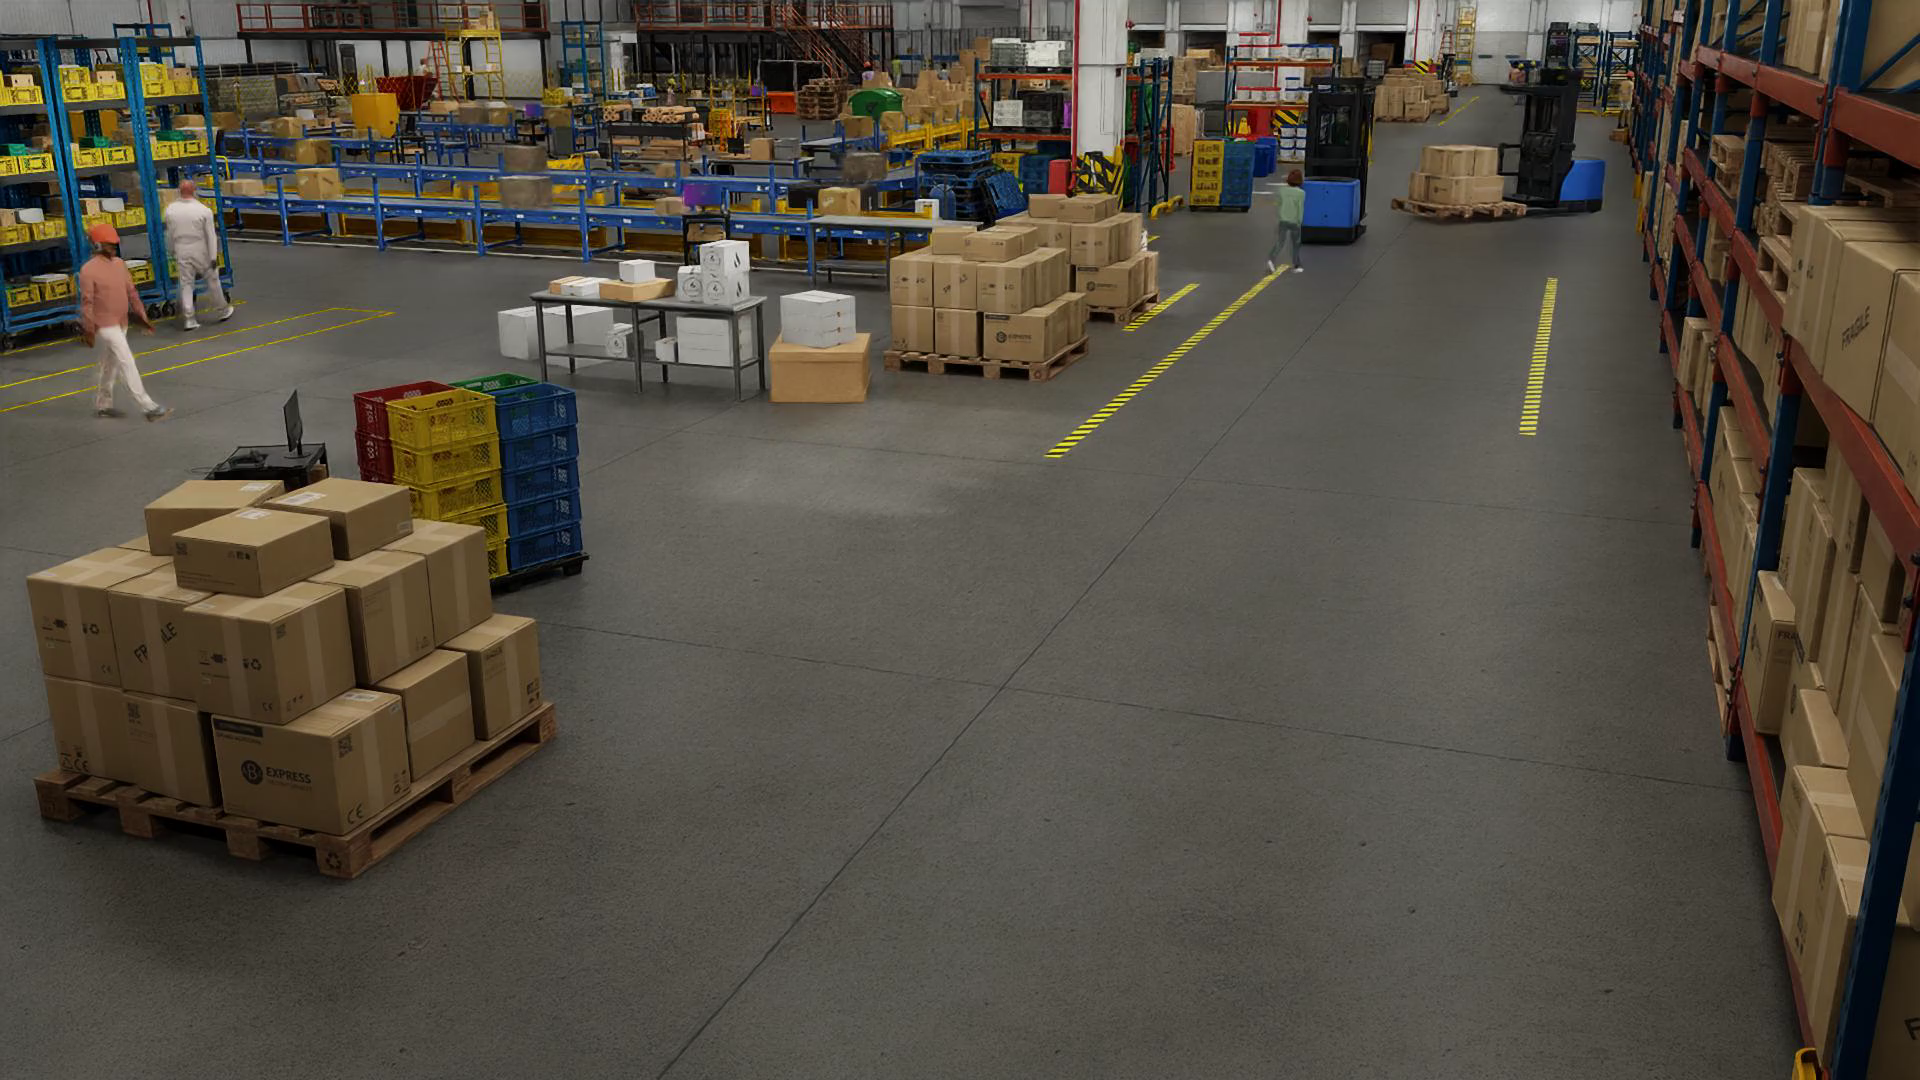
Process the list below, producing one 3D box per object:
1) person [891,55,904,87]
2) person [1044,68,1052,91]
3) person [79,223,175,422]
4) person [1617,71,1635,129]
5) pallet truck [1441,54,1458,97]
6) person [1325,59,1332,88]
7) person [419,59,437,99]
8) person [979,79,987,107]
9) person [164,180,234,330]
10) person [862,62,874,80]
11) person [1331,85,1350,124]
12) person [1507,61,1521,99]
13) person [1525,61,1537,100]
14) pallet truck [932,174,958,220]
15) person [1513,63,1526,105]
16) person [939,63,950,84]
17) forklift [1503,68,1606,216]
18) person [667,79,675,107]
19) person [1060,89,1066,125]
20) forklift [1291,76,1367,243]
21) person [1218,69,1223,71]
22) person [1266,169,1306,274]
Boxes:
[{"bbox_3d":[-3.159,-23.471,83.680,0.637,1.789,0.979,3,18,9],"label":"person"},{"bbox_3d":[4.321,-23.658,84.022,0.628,1.940,0.373,-5,18,-15],"label":"person"},{"bbox_3d":[-8.207,-2.125,16.353,0.985,1.945,0.612,1,18,3],"label":"person"},{"bbox_3d":[22.985,-15.159,57.315,0.376,1.936,0.549,-9,20,-27],"label":"person"},{"bbox_3d":[22.765,-21.886,78.355,0.823,1.965,1.885,-4,18,-14],"label":"pallet truck"},{"bbox_3d":[16.456,-20.474,74.033,0.385,1.928,0.589,-4,18,-13],"label":"person"},{"bbox_3d":[-24.329,-20.983,75.778,0.906,1.854,0.587,5,18,16],"label":"person"},{"bbox_3d":[0.783,-15.477,58.459,0.484,1.853,0.545,-9,20,-25],"label":"person"},{"bbox_3d":[-9.796,-3.676,21.372,0.643,1.857,0.988,-1,18,-2],"label":"person"},{"bbox_3d":[-3.549,-17.362,64.067,0.374,2.043,0.612,16,23,40],"label":"person"},{"bbox_3d":[12.003,-13.615,52.700,0.618,1.784,0.922,-10,20,-28],"label":"person"},{"bbox_3d":[25.611,-21.271,76.928,0.557,1.671,0.656,12,21,34],"label":"person"},{"bbox_3d":[25.952,-20.842,75.491,0.313,1.741,0.487,-5,18,-15],"label":"person"},{"bbox_3d":[-0.507,-5.292,27.348,0.653,1.274,1.630,6,19,19],"label":"pallet truck"},{"bbox_3d":[24.161,-19.661,71.755,0.330,1.761,0.535,-4,18,-12],"label":"person"},{"bbox_3d":[-0.643,-18.854,69.045,0.534,1.864,0.310,-6,19,-19],"label":"person"},{"bbox_3d":[11.815,-7.917,33.031,1.873,2.768,1.129,-6,18,-17],"label":"forklift"},{"bbox_3d":[-9.590,-14.433,55.315,0.313,1.768,0.522,-2,18,-6],"label":"person"},{"bbox_3d":[3.097,-12.660,49.860,0.552,1.682,0.435,7,19,22],"label":"person"},{"bbox_3d":[6.598,-6.755,29.381,1.129,2.768,1.873,6,19,19],"label":"forklift"},{"bbox_3d":[8.805,-15.020,56.713,0.636,2.000,0.698,10,20,28],"label":"person"},{"bbox_3d":[5.040,-4.893,25.603,0.502,1.605,0.746,15,23,39],"label":"person"}]
